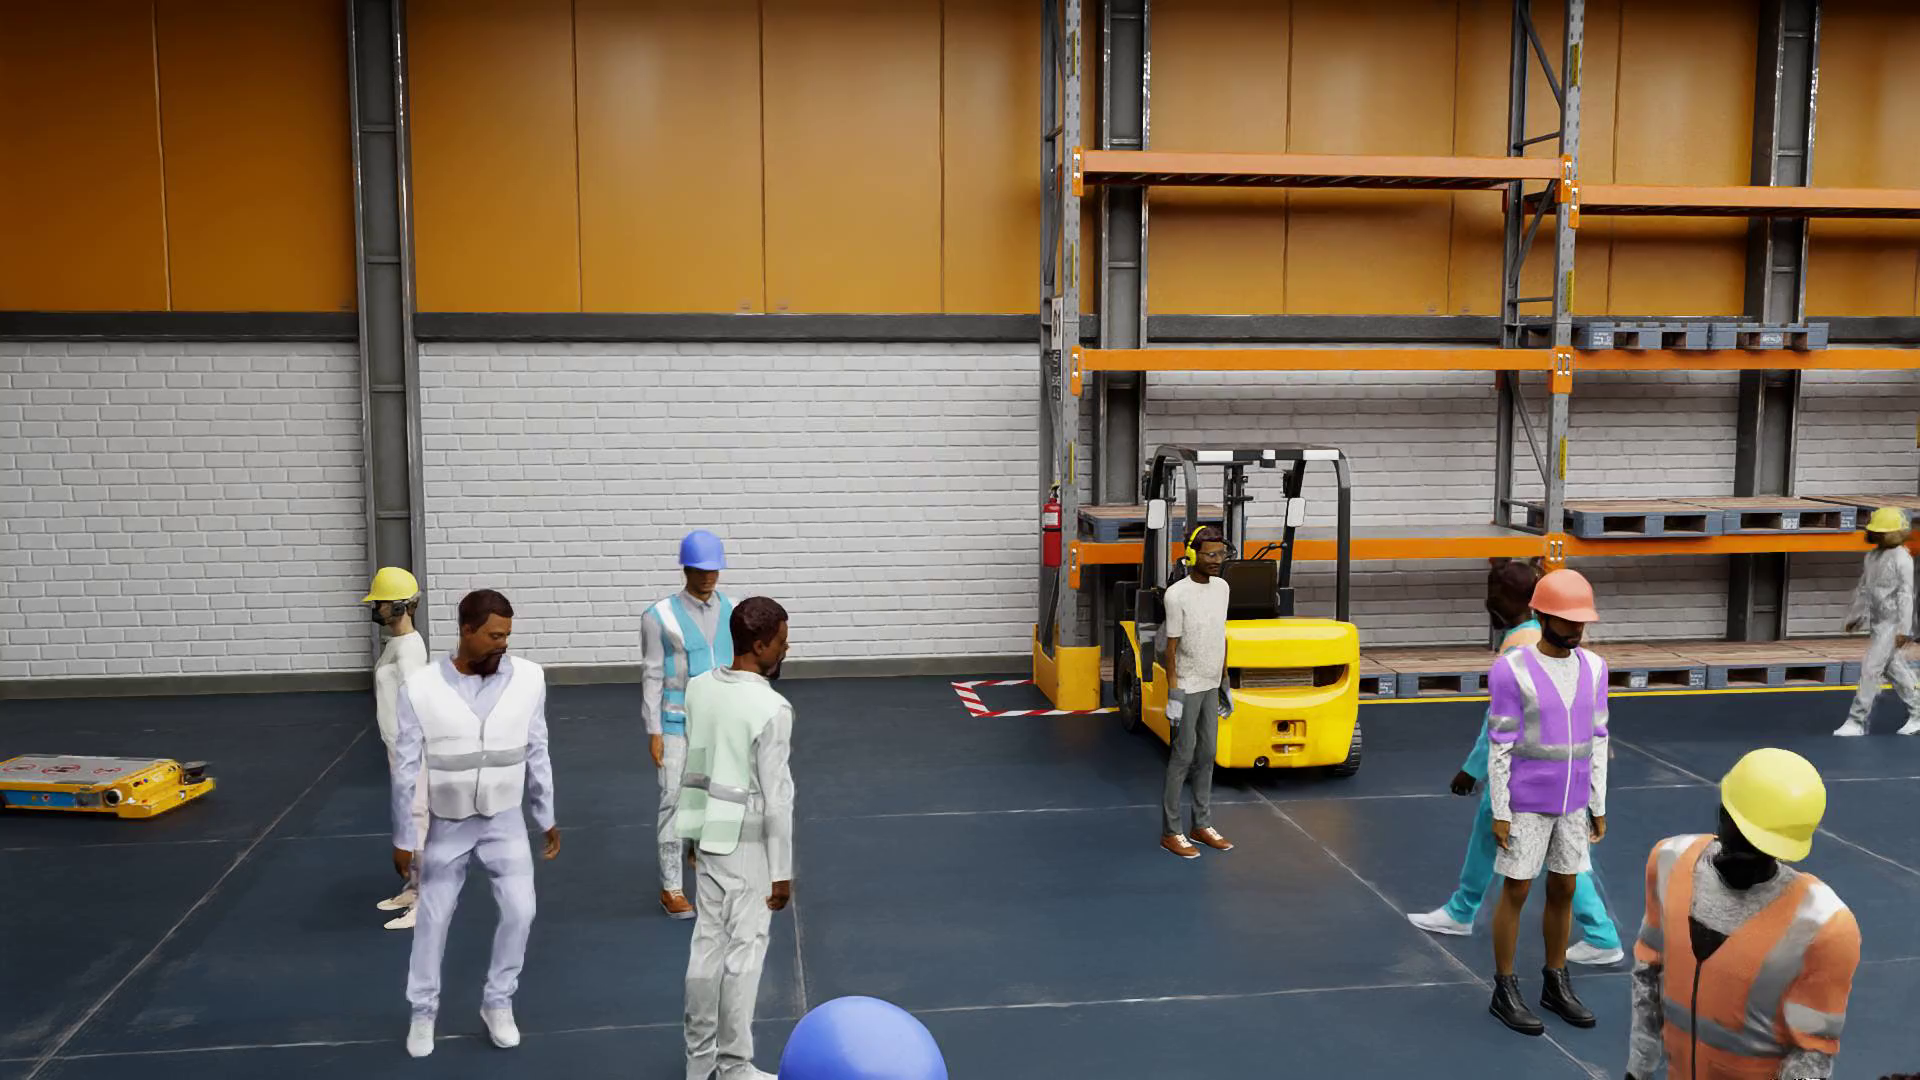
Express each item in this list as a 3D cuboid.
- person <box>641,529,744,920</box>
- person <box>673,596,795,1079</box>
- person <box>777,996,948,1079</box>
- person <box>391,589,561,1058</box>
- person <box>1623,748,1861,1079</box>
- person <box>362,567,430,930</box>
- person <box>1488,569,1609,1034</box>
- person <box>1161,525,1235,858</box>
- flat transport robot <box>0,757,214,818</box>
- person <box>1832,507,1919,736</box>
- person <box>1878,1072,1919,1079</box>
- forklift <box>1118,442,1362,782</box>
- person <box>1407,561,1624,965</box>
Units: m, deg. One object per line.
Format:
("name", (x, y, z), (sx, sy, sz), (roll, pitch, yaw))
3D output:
("person", (-1.292, 0.909, 8.318), (0.611, 1.942, 0.413), (-5, 8, -36))
("person", (-0.852, 1.159, 6.298), (0.414, 1.906, 0.615), (-6, 9, -41))
("person", (-0.092, 1.591, 2.350), (0.415, 1.939, 0.605), (5, 8, 35))
("person", (-1.956, 1.121, 6.697), (0.667, 1.884, 0.520), (-4, 8, -30))
("person", (1.937, 1.412, 4.198), (0.432, 1.876, 0.625), (-3, 7, -21))
("person", (-2.742, 1.010, 8.170), (0.311, 1.768, 0.532), (-3, 7, -23))
("person", (2.448, 1.075, 6.889), (0.543, 1.931, 0.387), (-2, 7, -15))
("person", (1.337, 0.837, 9.301), (0.500, 1.861, 0.328), (-6, 9, -42))
("flat transport robot", (-5.467, 1.510, 10.276), (1.431, 0.197, 0.652), (1, 7, 8))
("person", (6.767, 0.602, 12.048), (0.721, 1.697, 0.588), (0, 7, -4))
("person", (1.239, 1.611, 2.081), (0.380, 1.957, 0.607), (2, 7, 13))
("forklift", (1.912, 0.418, 11.496), (1.214, 2.155, 2.313), (-1, 7, -8))
("person", (2.618, 1.022, 7.682), (0.965, 1.868, 0.593), (2, 7, 20))
